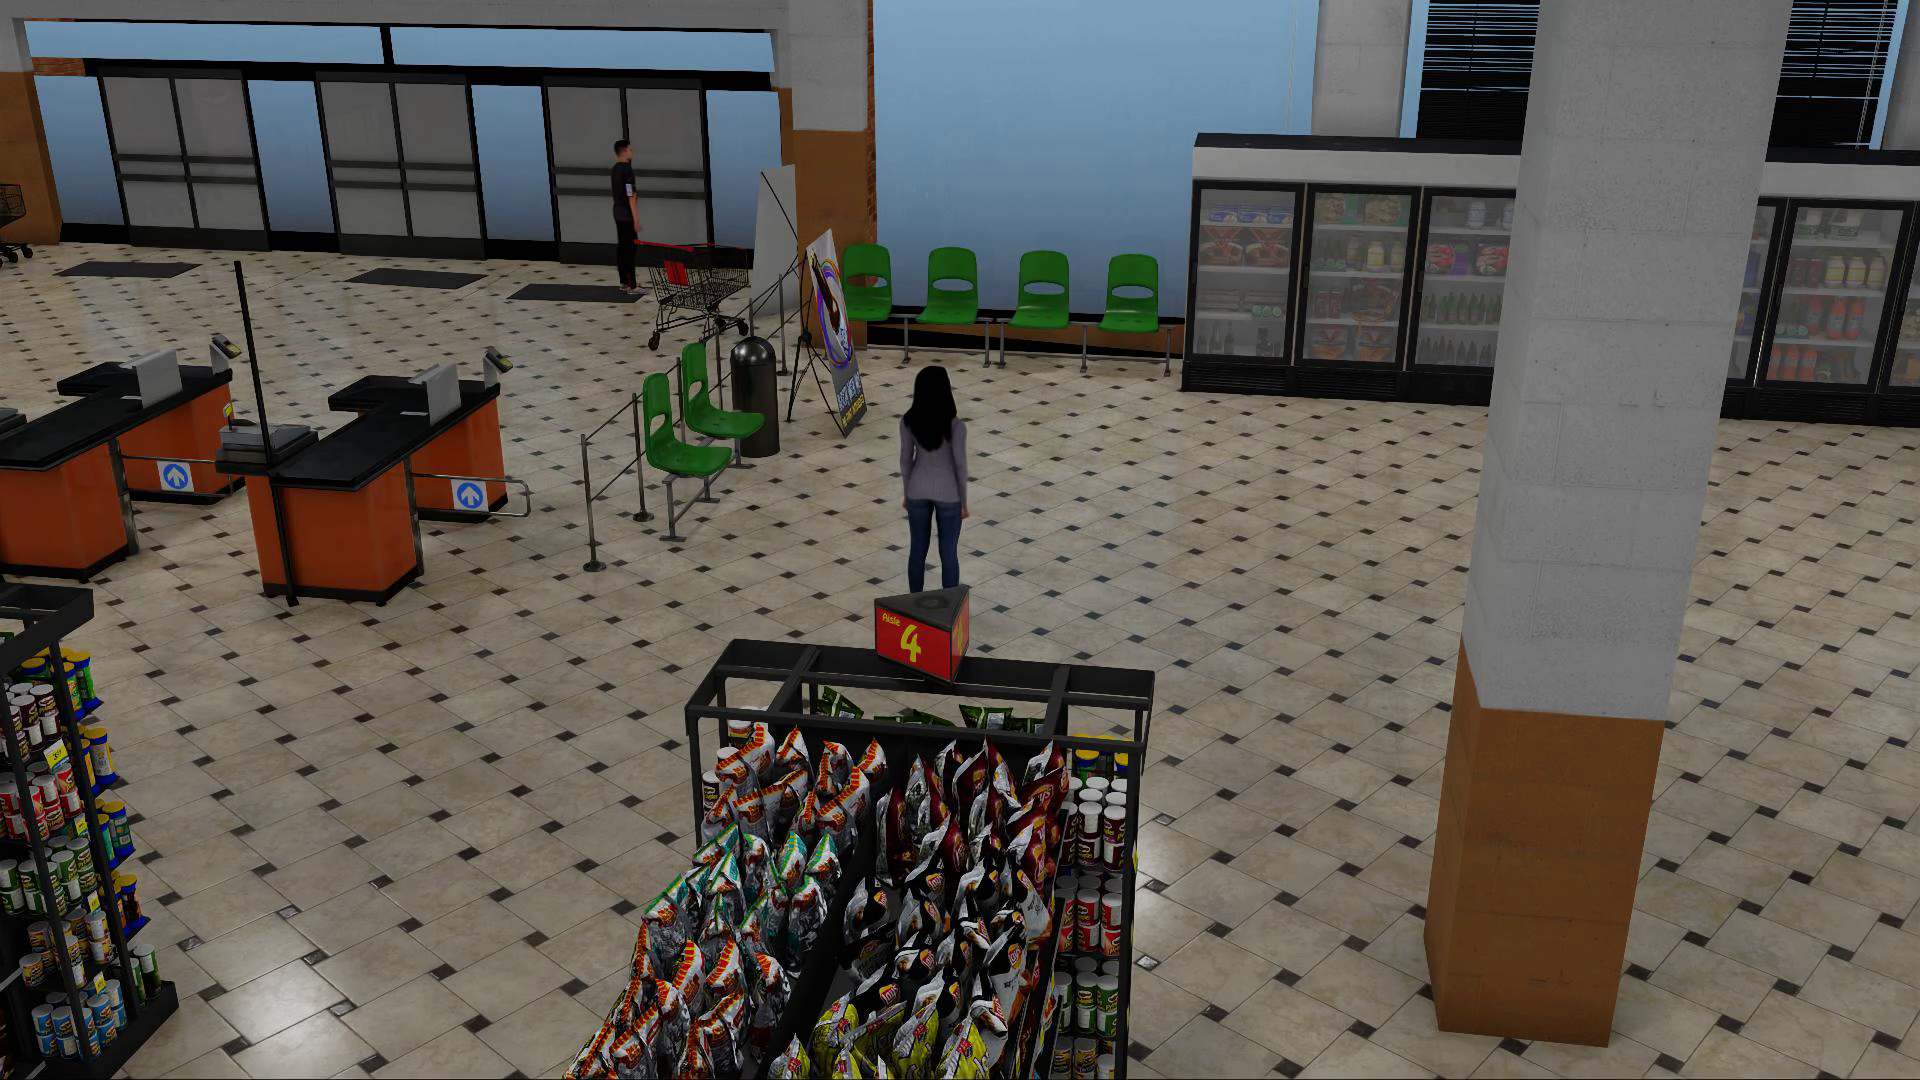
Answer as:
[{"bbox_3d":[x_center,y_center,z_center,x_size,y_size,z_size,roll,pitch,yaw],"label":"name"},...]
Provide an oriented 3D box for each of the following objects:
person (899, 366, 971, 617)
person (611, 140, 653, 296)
[{"bbox_3d":[-0.171,-0.276,10.702,0.639,1.735,0.581,7,23,18],"label":"person"},{"bbox_3d":[-3.865,-3.743,19.291,0.776,1.764,0.688,-11,24,-26],"label":"person"}]
